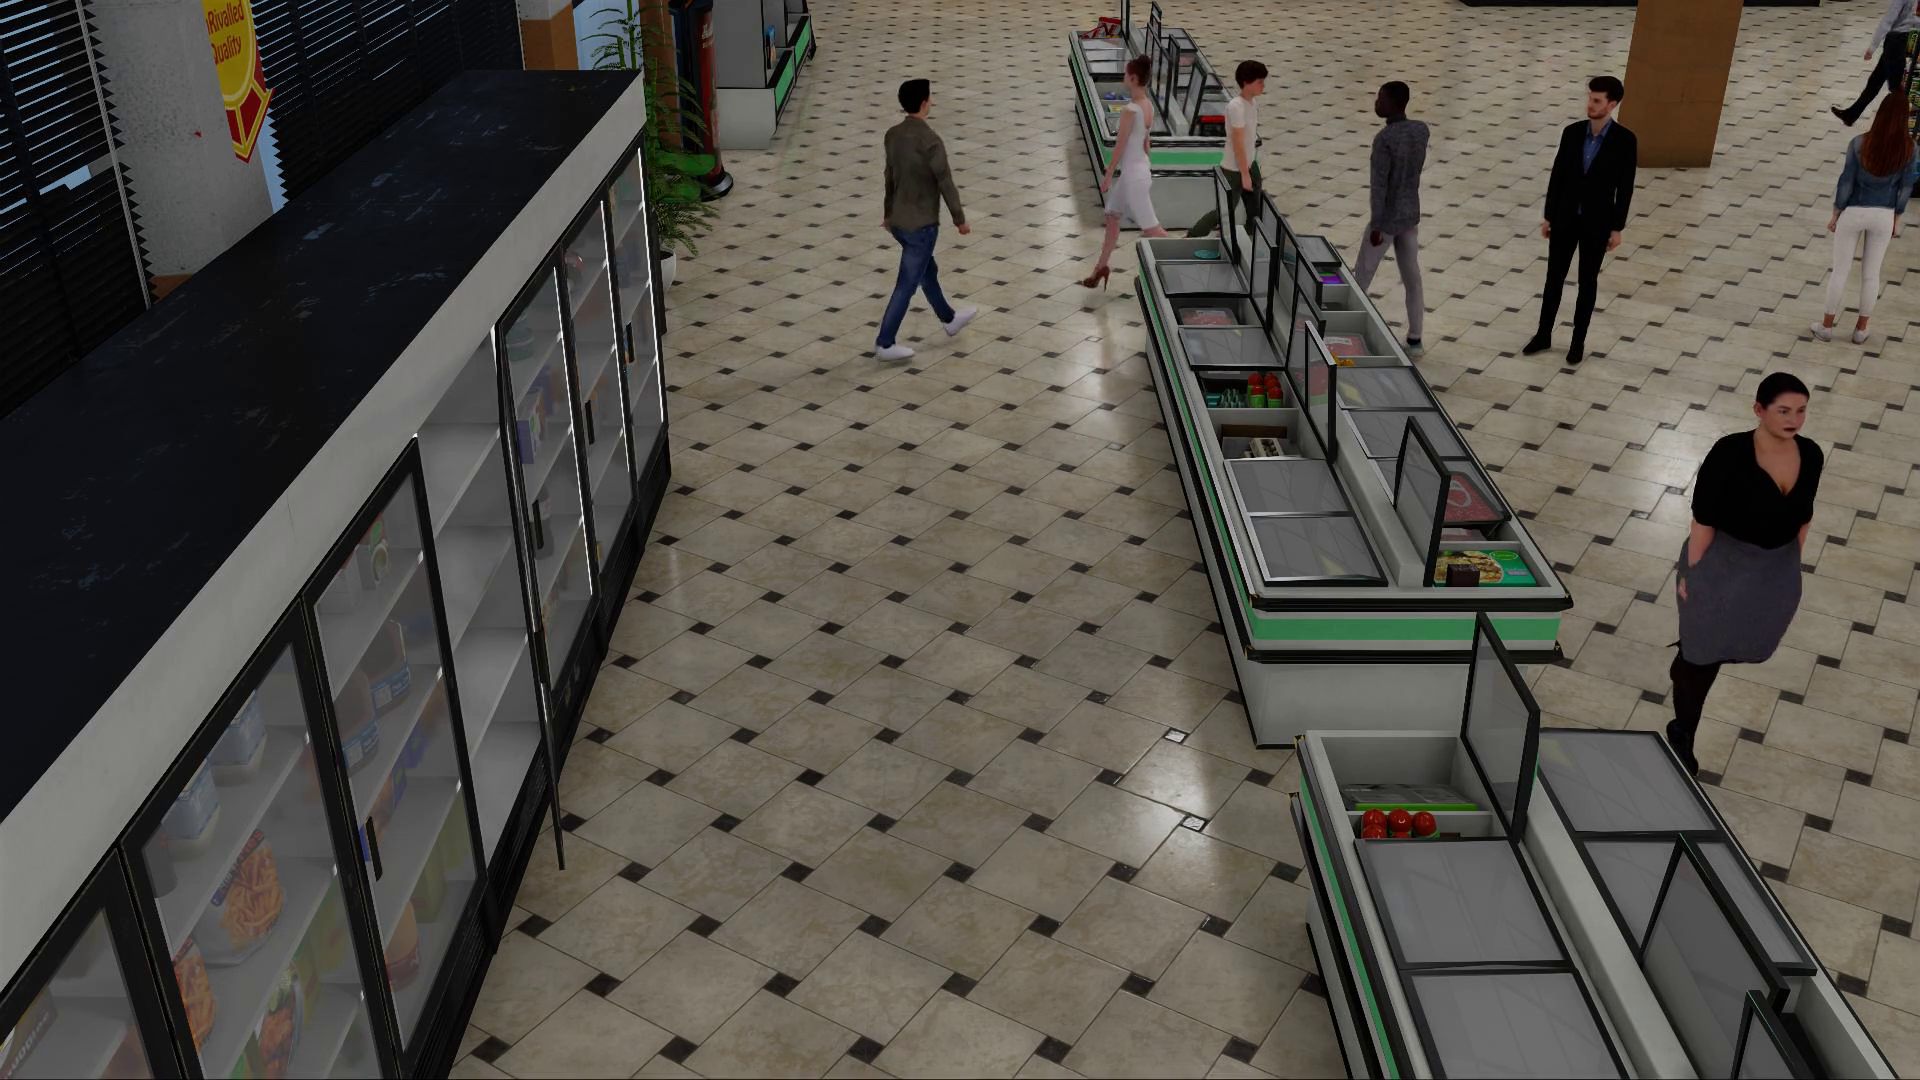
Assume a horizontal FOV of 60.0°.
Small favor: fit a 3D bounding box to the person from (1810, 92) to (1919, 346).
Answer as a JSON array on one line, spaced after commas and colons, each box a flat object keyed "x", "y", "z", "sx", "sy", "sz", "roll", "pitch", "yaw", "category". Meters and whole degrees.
[{"x": 6.170, "y": -2.180, "z": 11.315, "sx": 0.673, "sy": 1.701, "sz": 0.624, "roll": 8, "pitch": 28, "yaw": 16, "category": "person"}]

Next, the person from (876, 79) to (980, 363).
[{"x": -0.360, "y": -2.034, "z": 10.899, "sx": 1.182, "sy": 1.816, "sz": 1.213, "roll": -18, "pitch": 32, "yaw": -31, "category": "person"}]

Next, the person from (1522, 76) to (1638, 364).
[{"x": 4.129, "y": -2.127, "z": 11.007, "sx": 0.792, "sy": 1.886, "sz": 0.826, "roll": 19, "pitch": 32, "yaw": 33, "category": "person"}]

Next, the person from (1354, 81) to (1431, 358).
[{"x": 2.944, "y": -2.075, "z": 11.011, "sx": 1.124, "sy": 1.788, "sz": 1.278, "roll": -16, "pitch": 31, "yaw": -28, "category": "person"}]

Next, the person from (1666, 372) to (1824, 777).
[{"x": 3.099, "y": 0.114, "z": 6.744, "sx": 0.681, "sy": 1.743, "sz": 0.878, "roll": -2, "pitch": 27, "yaw": -3, "category": "person"}]

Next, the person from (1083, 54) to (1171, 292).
[{"x": 1.356, "y": -2.543, "z": 11.983, "sx": 0.930, "sy": 1.744, "sz": 1.123, "roll": 11, "pitch": 29, "yaw": 21, "category": "person"}]

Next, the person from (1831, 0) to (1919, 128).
[{"x": 9.401, "y": -4.872, "z": 16.550, "sx": 1.082, "sy": 1.766, "sz": 1.278, "roll": -16, "pitch": 31, "yaw": -28, "category": "person"}]

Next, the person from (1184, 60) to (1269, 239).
[{"x": 2.023, "y": -2.776, "z": 12.574, "sx": 0.999, "sy": 1.625, "sz": 1.063, "roll": 17, "pitch": 31, "yaw": 30, "category": "person"}]
